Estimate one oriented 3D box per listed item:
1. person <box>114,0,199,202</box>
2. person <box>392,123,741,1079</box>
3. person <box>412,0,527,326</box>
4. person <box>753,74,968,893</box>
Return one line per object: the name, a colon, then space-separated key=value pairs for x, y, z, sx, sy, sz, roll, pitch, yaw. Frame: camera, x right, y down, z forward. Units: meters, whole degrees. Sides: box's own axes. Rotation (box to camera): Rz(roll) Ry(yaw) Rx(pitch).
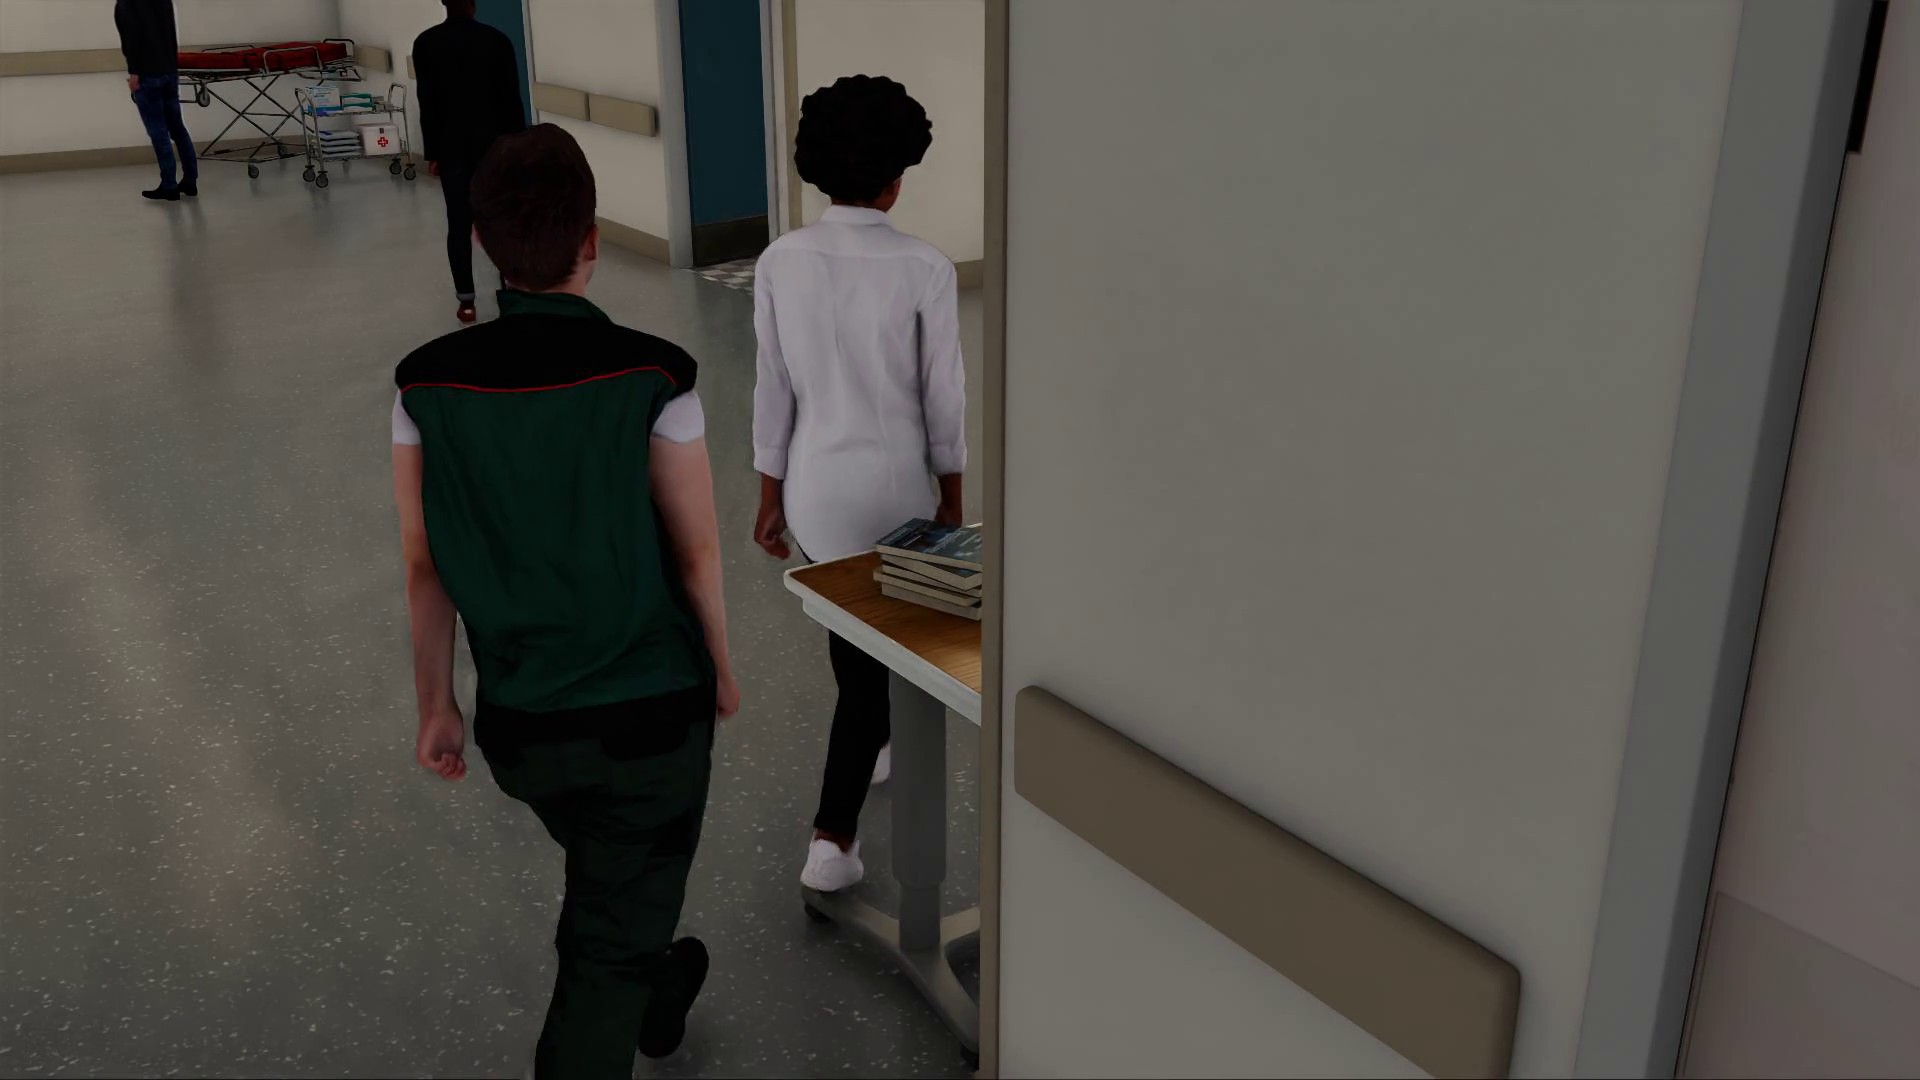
person: x=-6.213 y=-3.597 z=12.824 sx=0.796 sy=1.892 sz=0.758 roll=5 pitch=21 yaw=14
person: x=-0.607 y=0.308 z=2.644 sx=1.147 sy=1.800 sz=1.184 roll=4 pitch=21 yaw=9
person: x=-2.609 y=-2.078 z=8.918 sx=0.787 sy=1.818 sz=0.762 roll=-3 pitch=21 yaw=-8
person: x=-0.238 y=-0.072 z=3.693 sx=1.153 sy=1.769 sz=1.166 roll=5 pitch=21 yaw=13
